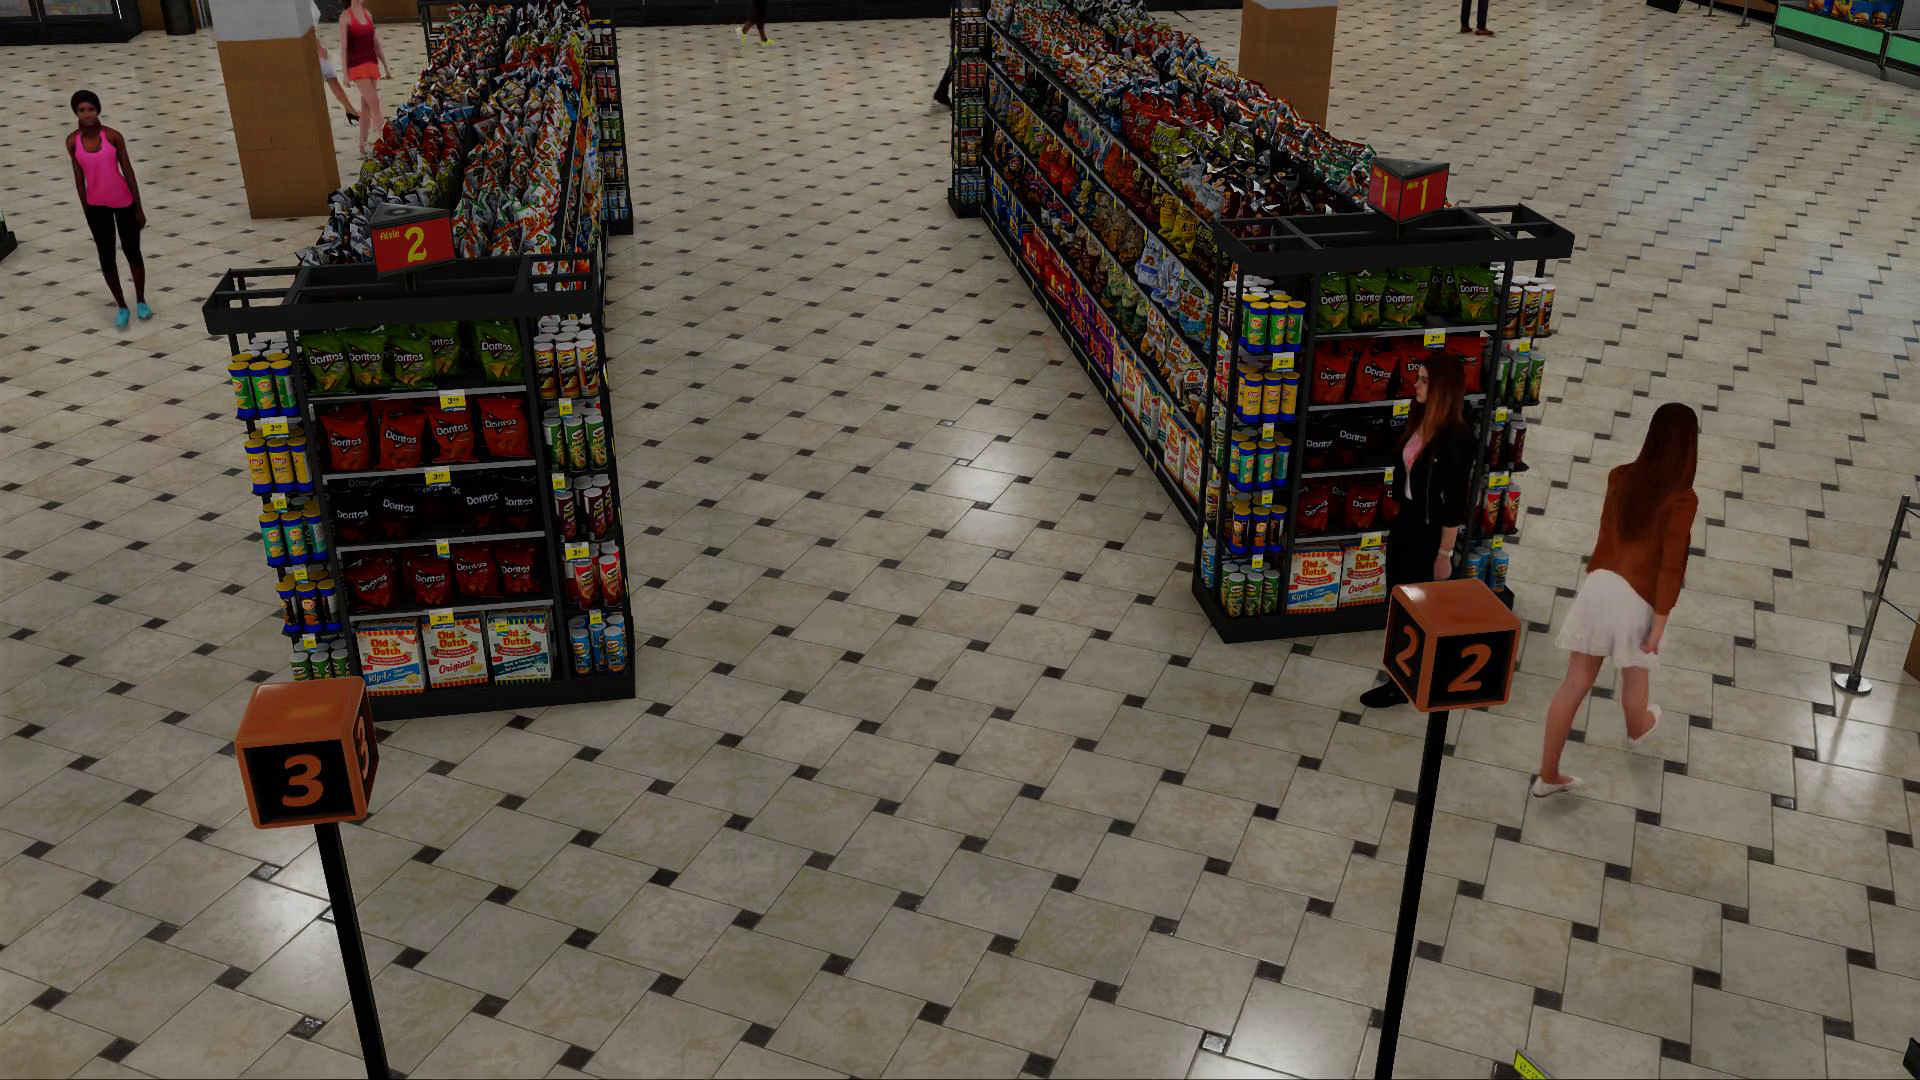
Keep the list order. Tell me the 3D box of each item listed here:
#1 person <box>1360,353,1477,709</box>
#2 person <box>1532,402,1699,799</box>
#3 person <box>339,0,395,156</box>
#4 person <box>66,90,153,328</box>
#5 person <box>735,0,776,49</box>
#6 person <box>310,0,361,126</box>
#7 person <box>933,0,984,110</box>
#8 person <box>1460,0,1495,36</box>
[{"bbox_3d":[2.169,-0.036,7.444,0.674,1.692,0.805,-4,27,-8],"label":"person"},{"bbox_3d":[2.656,0.322,6.792,0.992,1.644,1.131,-16,31,-28],"label":"person"},{"bbox_3d":[-5.999,-4.686,16.574,0.992,1.728,0.995,13,30,24],"label":"person"},{"bbox_3d":[-6.192,-2.440,12.172,0.651,1.704,0.753,-12,29,-22],"label":"person"},{"bbox_3d":[-2.709,-7.246,21.616,0.985,1.734,1.041,17,32,30],"label":"person"},{"bbox_3d":[-6.966,-5.186,17.579,0.824,1.710,1.036,3,27,5],"label":"person"},{"bbox_3d":[0.072,-5.709,18.422,1.028,1.881,1.219,-15,31,-27],"label":"person"},{"bbox_3d":[7.142,-7.875,22.756,0.846,1.824,0.713,-20,33,-34],"label":"person"}]
